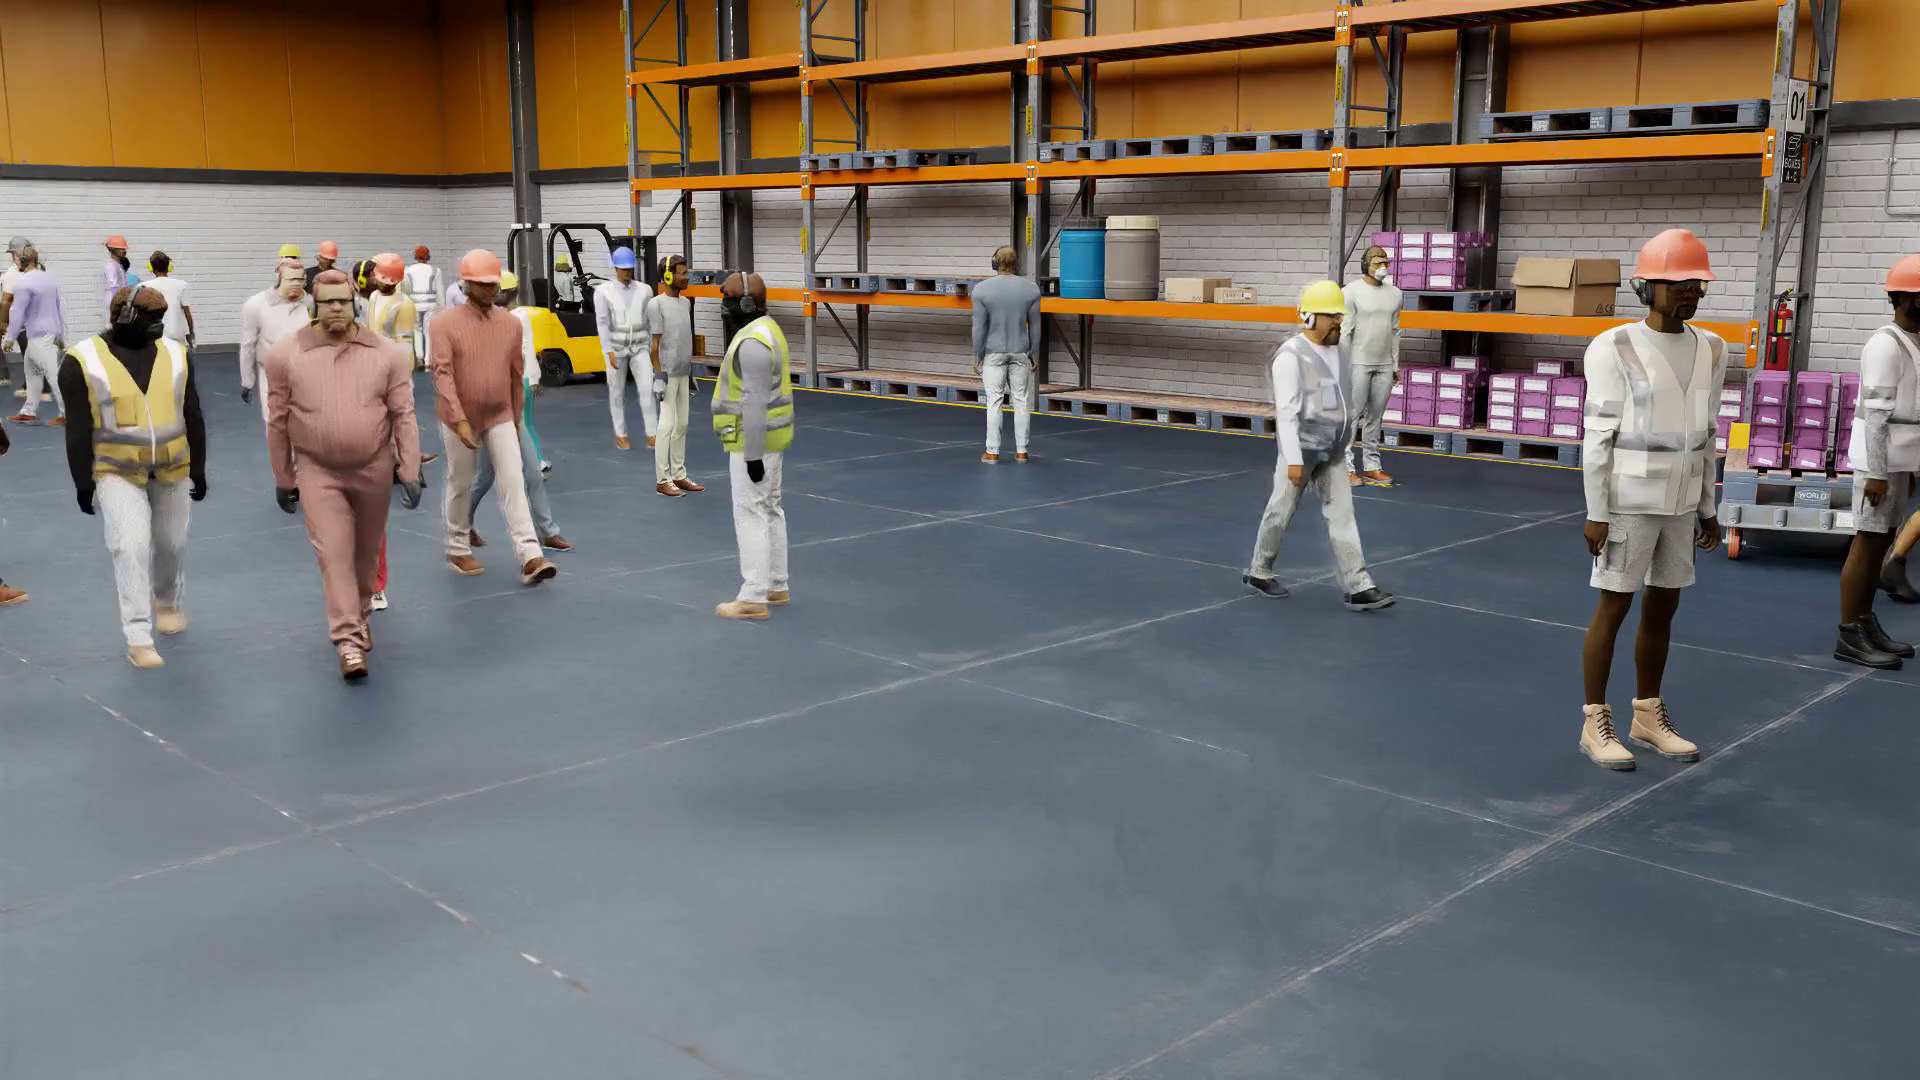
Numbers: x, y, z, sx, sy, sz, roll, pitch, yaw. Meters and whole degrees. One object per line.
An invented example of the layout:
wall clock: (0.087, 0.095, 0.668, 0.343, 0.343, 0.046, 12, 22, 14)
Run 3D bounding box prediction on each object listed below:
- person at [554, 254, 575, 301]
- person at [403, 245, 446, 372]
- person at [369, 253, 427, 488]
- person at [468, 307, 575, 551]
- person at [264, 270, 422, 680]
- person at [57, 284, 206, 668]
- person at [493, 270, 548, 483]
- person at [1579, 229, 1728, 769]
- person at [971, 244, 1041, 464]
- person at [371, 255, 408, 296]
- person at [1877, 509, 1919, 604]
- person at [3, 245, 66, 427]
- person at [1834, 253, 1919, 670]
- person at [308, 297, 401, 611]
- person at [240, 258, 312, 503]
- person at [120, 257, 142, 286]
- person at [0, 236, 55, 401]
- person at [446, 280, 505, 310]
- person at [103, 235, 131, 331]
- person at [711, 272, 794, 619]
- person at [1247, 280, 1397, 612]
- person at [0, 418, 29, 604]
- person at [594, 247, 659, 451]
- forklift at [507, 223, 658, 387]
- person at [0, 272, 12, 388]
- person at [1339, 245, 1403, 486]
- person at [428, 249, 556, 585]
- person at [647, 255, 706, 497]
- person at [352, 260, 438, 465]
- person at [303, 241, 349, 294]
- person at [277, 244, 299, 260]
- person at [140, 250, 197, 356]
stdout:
person: (-6.005, -3.485, 25.358, 0.320, 1.742, 0.492, -8, 13, -38)
person: (-7.978, -3.447, 24.799, 0.616, 1.866, 0.549, -2, 11, -10)
person: (-4.583, -1.353, 13.364, 0.354, 1.891, 0.679, -10, 14, -44)
person: (-2.953, -0.707, 10.664, 0.841, 1.582, 0.495, 6, 12, 29)
person: (-2.863, -0.319, 7.779, 0.655, 1.855, 1.004, -5, 12, -26)
person: (-4.000, -0.334, 8.073, 0.862, 1.804, 0.654, 10, 14, 44)
person: (-3.577, -1.303, 13.460, 0.456, 1.741, 0.577, -6, 12, -31)
person: (2.650, -0.146, 6.336, 0.608, 2.044, 0.377, -4, 11, -19)
person: (0.405, -1.638, 14.753, 0.630, 1.940, 0.372, -2, 11, -11)
person: (-7.252, -2.705, 21.023, 0.956, 1.784, 0.604, 8, 13, 37)
person: (5.523, -0.569, 9.091, 1.003, 1.894, 0.550, -2, 11, -10)
person: (-9.796, -2.127, 17.491, 0.895, 1.900, 0.648, -1, 10, -6)
person: (4.410, -0.371, 7.844, 0.377, 1.938, 0.547, 10, 14, 43)
person: (-3.328, -0.502, 9.081, 0.558, 1.739, 0.534, -4, 11, -22)
person: (-5.036, -1.190, 12.554, 0.664, 1.844, 1.022, -7, 12, -32)
person: (-13.333, -3.679, 26.576, 0.622, 1.674, 0.546, 8, 13, 38)
person: (-11.503, -2.714, 20.344, 0.811, 2.000, 0.687, 1, 10, 7)
person: (-4.783, -1.937, 16.609, 0.669, 1.857, 1.017, -4, 11, -22)
person: (-12.239, -3.453, 24.437, 0.893, 2.006, 0.641, -3, 11, -14)
person: (-1.105, -0.505, 8.888, 0.430, 1.833, 0.633, 0, 10, 2)
person: (1.936, -0.506, 9.018, 0.616, 1.779, 0.945, -8, 13, -38)
person: (-5.663, -0.629, 9.221, 0.960, 1.953, 0.620, 1, 10, 5)
person: (-3.058, -1.752, 15.455, 0.608, 1.902, 0.906, -5, 12, -27)
forklift: (-5.316, -3.263, 22.920, 2.313, 2.155, 1.214, -10, 14, -44)
person: (-12.920, -2.929, 22.104, 0.514, 1.818, 0.705, 1, 10, 8)
person: (3.325, -1.408, 13.499, 0.632, 1.940, 0.372, -5, 12, -26)
person: (-2.750, -0.702, 9.652, 0.600, 1.930, 1.022, -8, 13, -38)
person: (-2.218, -1.281, 12.995, 0.320, 1.871, 0.533, 4, 11, 23)
person: (-5.092, -1.485, 14.282, 1.007, 1.808, 0.532, -2, 11, -10)
person: (-7.809, -2.665, 20.360, 0.669, 1.940, 0.856, -1, 10, -7)
person: (-9.421, -3.274, 23.774, 0.676, 1.906, 0.596, -7, 13, -34)
person: (-8.417, -2.135, 17.682, 0.525, 1.850, 0.629, -6, 12, -28)
